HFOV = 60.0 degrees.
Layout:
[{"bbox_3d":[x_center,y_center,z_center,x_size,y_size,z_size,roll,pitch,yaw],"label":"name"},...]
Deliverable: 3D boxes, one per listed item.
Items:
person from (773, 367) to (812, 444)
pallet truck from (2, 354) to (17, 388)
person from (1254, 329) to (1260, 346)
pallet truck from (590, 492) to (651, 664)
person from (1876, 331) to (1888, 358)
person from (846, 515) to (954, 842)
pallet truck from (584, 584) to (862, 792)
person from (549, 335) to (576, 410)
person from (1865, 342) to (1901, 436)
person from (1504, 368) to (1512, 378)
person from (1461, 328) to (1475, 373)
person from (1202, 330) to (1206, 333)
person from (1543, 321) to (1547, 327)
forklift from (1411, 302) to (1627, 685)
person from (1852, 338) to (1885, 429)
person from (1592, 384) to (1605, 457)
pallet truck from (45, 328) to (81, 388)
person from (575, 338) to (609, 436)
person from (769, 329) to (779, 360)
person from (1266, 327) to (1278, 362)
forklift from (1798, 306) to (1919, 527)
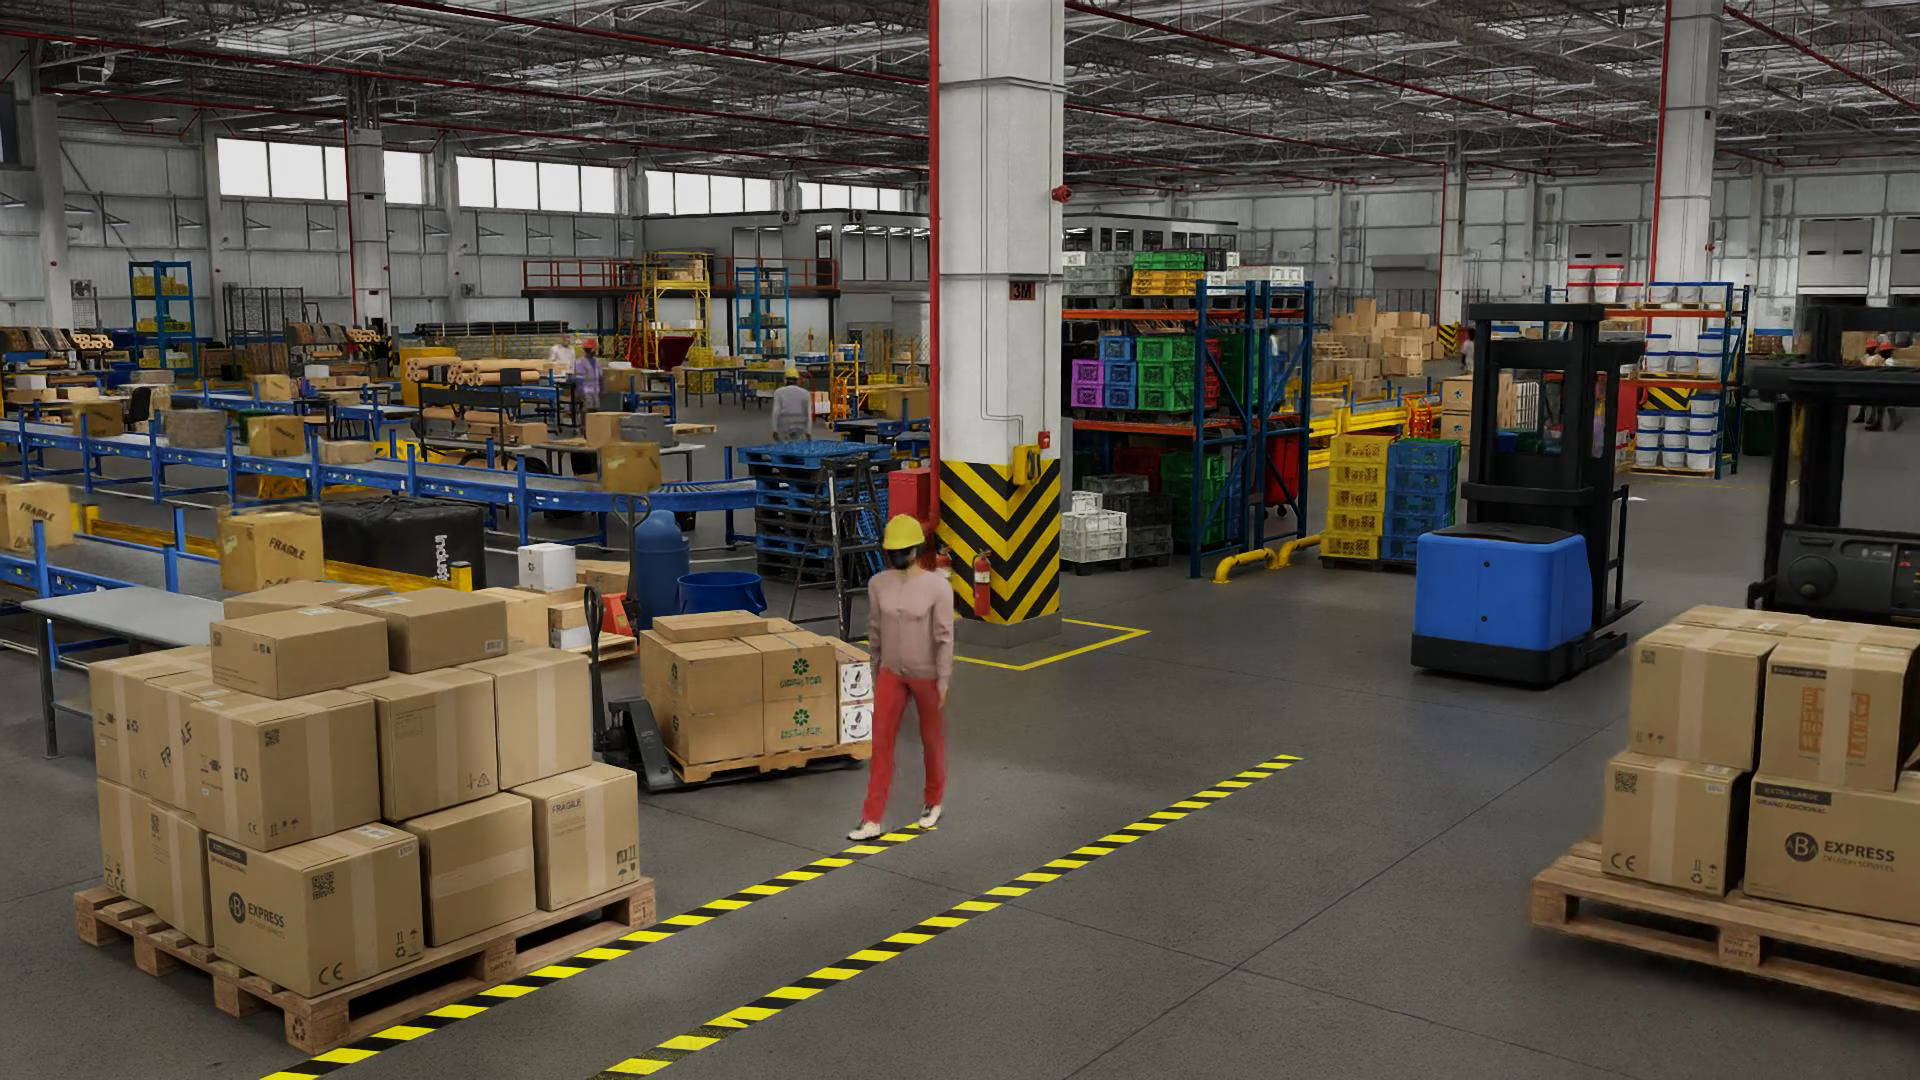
[{"bbox_3d":[-2.497,-1.656,24.681,0.612,1.804,0.485,-3,9,-21],"label":"person"},{"bbox_3d":[-24.881,-4.417,42.634,1.885,1.965,0.823,8,11,41],"label":"pallet truck"},{"bbox_3d":[15.550,-11.093,87.874,0.709,1.927,0.629,6,10,35],"label":"person"},{"bbox_3d":[-3.115,0.344,12.883,0.653,1.274,1.630,7,11,37],"label":"pallet truck"},{"bbox_3d":[30.791,-6.234,55.556,0.571,1.816,1.004,-2,9,-14],"label":"person"},{"bbox_3d":[-0.296,0.737,8.768,0.543,1.728,0.849,4,9,23],"label":"person"},{"bbox_3d":[-1.426,0.805,10.019,1.601,1.201,0.680,-4,9,-26],"label":"pallet truck"},{"bbox_3d":[-9.873,-4.167,41.387,0.723,1.864,0.730,-7,11,-40],"label":"person"},{"bbox_3d":[18.783,-3.061,33.743,0.527,1.930,0.580,4,9,27],"label":"person"},{"bbox_3d":[13.533,-3.910,40.523,0.406,1.605,0.537,-3,9,-19],"label":"person"},{"bbox_3d":[14.384,-5.020,46.961,0.615,1.926,0.982,-8,11,-42],"label":"person"},{"bbox_3d":[7.709,-5.775,52.703,0.557,1.722,0.873,-6,10,-33],"label":"person"},{"bbox_3d":[24.366,-8.260,69.115,0.431,1.835,0.624,-2,9,-13],"label":"person"},{"bbox_3d":[4.379,-0.438,12.852,1.129,2.768,1.873,7,11,37],"label":"forklift"},{"bbox_3d":[19.397,-3.327,35.490,0.356,1.937,0.552,-5,10,-31],"label":"person"},{"bbox_3d":[6.977,-0.796,18.599,0.558,1.899,0.978,6,10,36],"label":"person"},{"bbox_3d":[-23.775,-4.544,43.495,1.885,1.965,0.823,6,10,35],"label":"pallet truck"},{"bbox_3d":[-7.055,-2.839,31.881,0.418,2.037,0.623,5,10,31],"label":"person"},{"bbox_3d":[-6.948,-7.210,61.989,0.346,1.842,0.505,5,10,30],"label":"person"},{"bbox_3d":[9.586,-5.703,51.750,0.997,1.863,0.619,4,9,23],"label":"person"},{"bbox_3d":[5.062,0.123,9.072,1.129,2.768,1.873,6,11,37],"label":"forklift"}]
